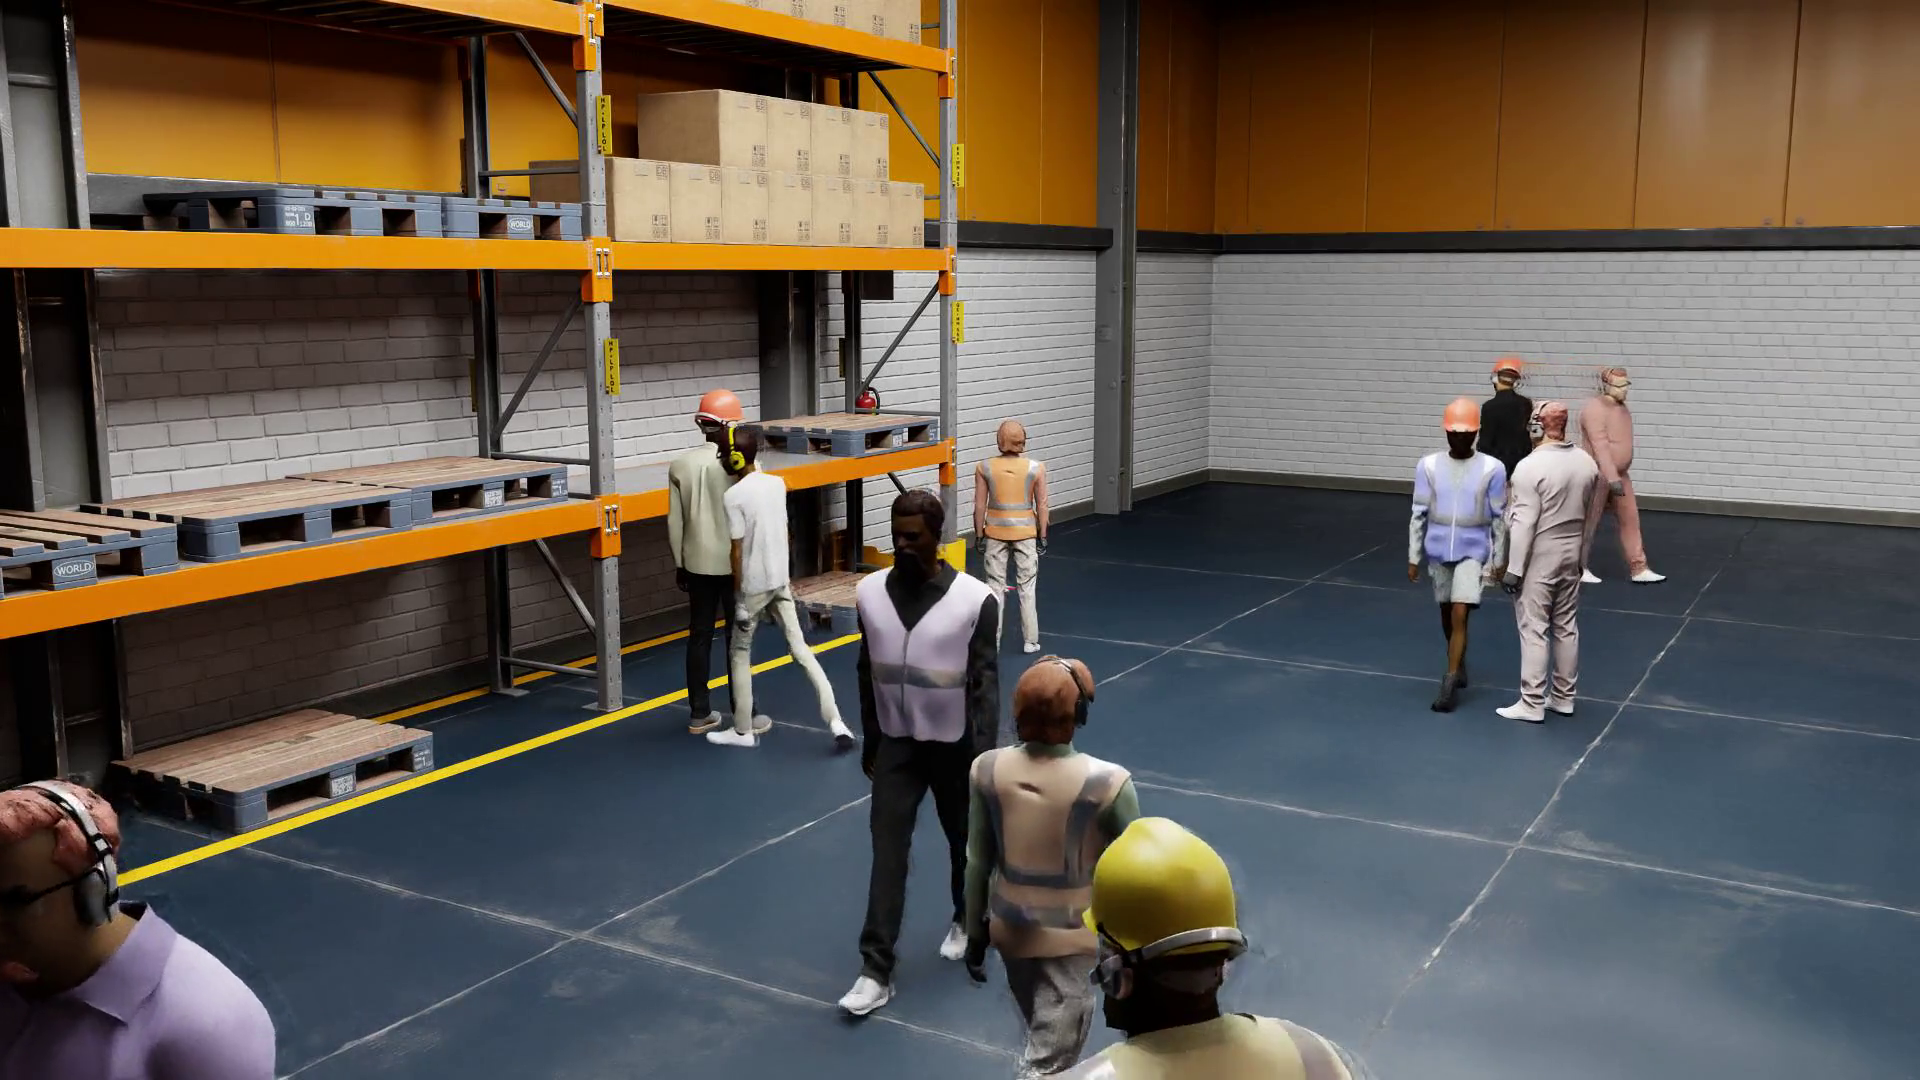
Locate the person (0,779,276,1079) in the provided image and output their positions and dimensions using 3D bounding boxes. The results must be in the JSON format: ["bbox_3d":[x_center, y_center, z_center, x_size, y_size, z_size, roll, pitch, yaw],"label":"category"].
[{"bbox_3d":[-1.364,1.278,2.778,0.634,1.877,0.820,2,9,14],"label":"person"}]

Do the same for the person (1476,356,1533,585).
[{"bbox_3d":[4.640,-0.566,14.007,0.643,1.960,0.701,-7,12,-38],"label":"person"}]

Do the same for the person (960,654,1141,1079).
[{"bbox_3d":[0.250,1.117,4.646,0.520,1.594,0.870,6,11,32],"label":"person"}]

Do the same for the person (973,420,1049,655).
[{"bbox_3d":[0.354,-0.011,11.543,0.525,1.636,0.307,1,9,4],"label":"person"}]

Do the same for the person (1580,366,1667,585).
[{"bbox_3d":[5.554,-0.517,14.003,0.649,1.863,0.913,-7,11,-37],"label":"person"}]

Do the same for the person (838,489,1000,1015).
[{"bbox_3d":[-0.138,0.740,6.148,0.609,1.863,0.993,4,10,23],"label":"person"}]

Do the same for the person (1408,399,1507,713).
[{"bbox_3d":[3.099,0.063,10.334,0.580,1.893,0.985,5,10,28],"label":"person"}]

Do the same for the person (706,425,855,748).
[{"bbox_3d":[-0.998,0.279,9.172,0.814,1.833,0.563,7,12,38],"label":"person"}]

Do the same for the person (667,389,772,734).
[{"bbox_3d":[-1.363,0.135,9.517,0.624,1.993,0.388,4,10,21],"label":"person"}]

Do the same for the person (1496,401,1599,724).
[{"bbox_3d":[3.449,0.128,9.850,0.652,1.904,0.402,-6,11,-31],"label":"person"}]

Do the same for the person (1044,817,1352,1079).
[{"bbox_3d":[0.316,1.333,2.604,0.612,1.811,0.436,-5,11,-31],"label":"person"}]
